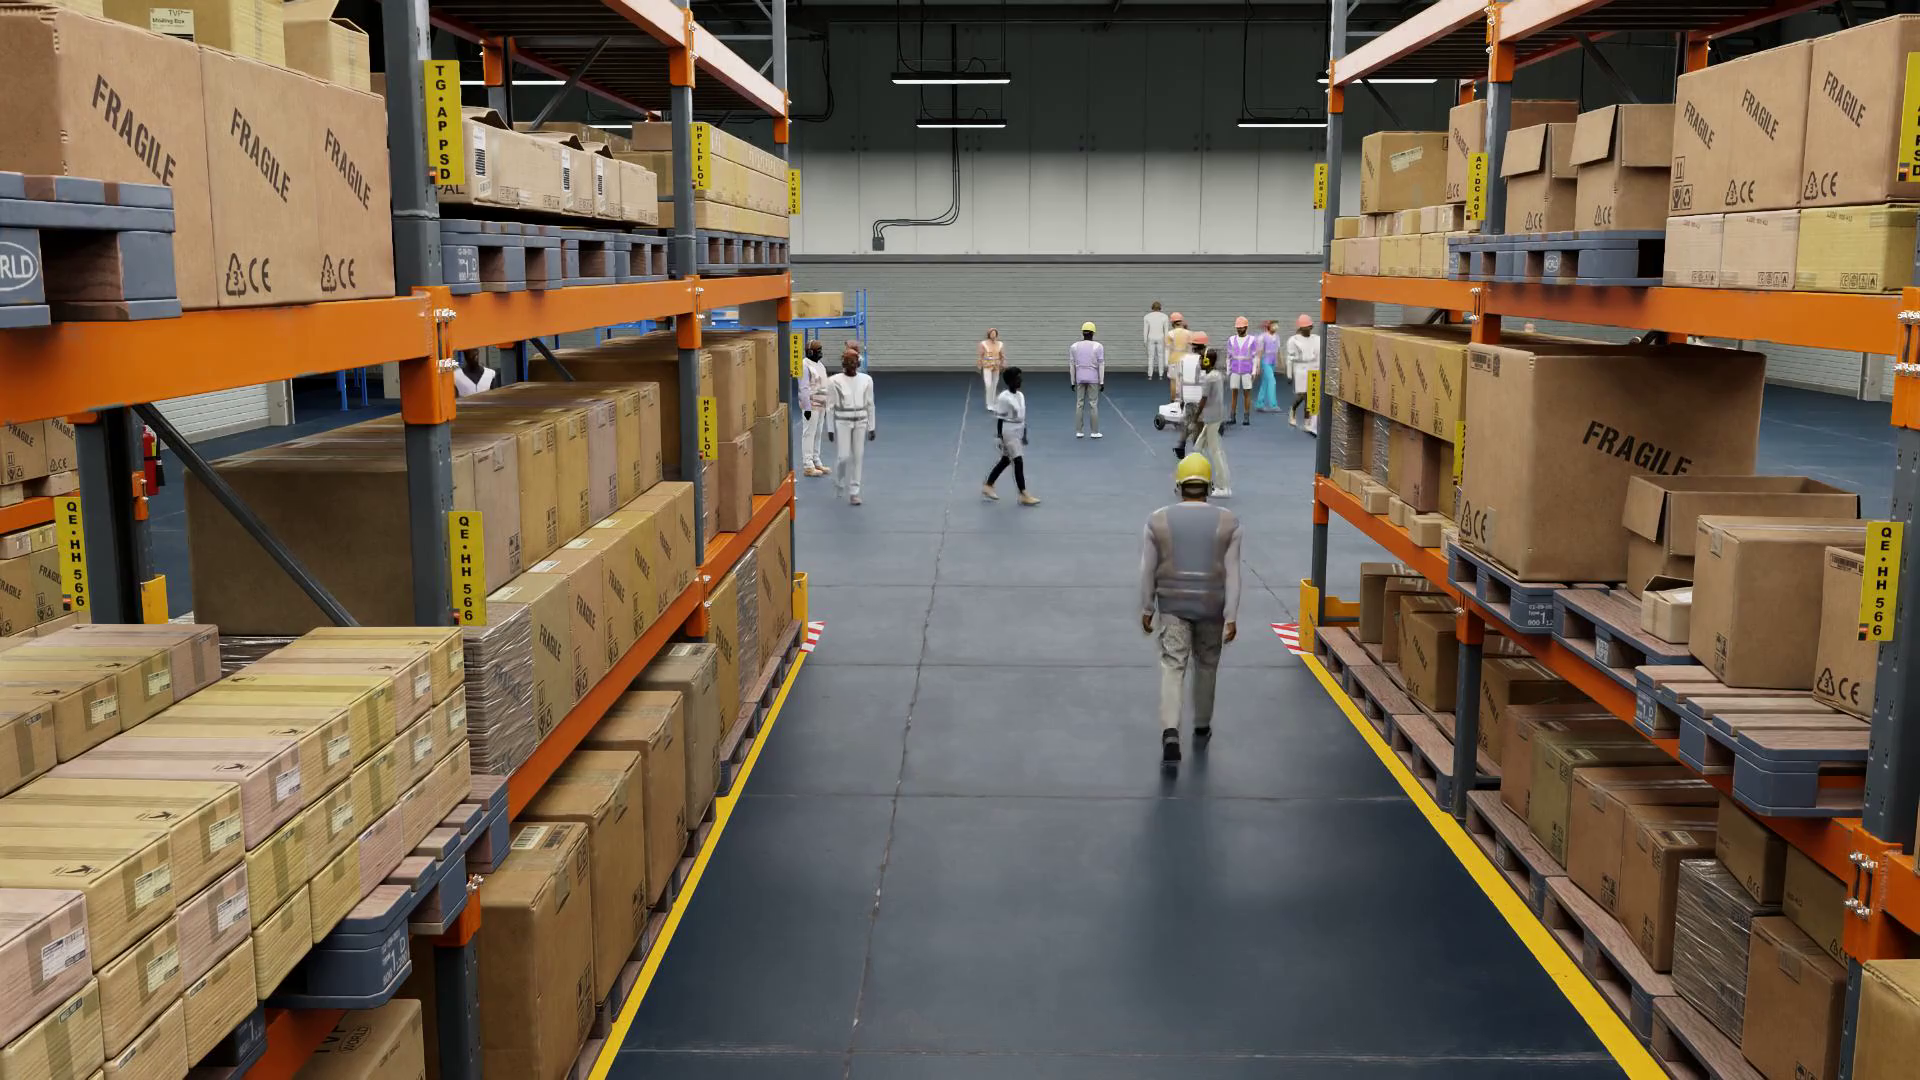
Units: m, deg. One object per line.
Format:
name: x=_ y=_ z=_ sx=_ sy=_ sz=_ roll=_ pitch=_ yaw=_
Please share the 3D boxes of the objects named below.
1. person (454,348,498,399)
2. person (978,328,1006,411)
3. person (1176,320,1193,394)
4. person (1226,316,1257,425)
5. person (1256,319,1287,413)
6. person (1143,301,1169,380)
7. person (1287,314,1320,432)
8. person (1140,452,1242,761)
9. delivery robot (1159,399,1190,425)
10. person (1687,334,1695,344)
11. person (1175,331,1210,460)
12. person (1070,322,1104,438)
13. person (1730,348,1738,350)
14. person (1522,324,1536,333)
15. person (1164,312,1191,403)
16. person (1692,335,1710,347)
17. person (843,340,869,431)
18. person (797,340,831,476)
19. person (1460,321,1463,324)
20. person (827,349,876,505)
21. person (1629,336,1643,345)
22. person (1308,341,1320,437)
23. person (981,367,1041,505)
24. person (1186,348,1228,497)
person: x=-6.177 y=-1.558 z=21.218 sx=0.608 sy=1.869 sz=1.027 roll=-6 pitch=11 yaw=-33
person: x=0.658 y=-3.326 z=32.504 sx=0.539 sy=1.615 sz=0.606 roll=-3 pitch=10 yaw=-19
person: x=4.876 y=-4.008 z=36.558 sx=0.520 sy=1.637 sz=0.310 roll=8 pitch=13 yaw=40
person: x=5.047 y=-3.039 z=29.859 sx=0.552 sy=1.935 sz=0.374 roll=4 pitch=10 yaw=23
person: x=6.066 y=-3.359 z=32.166 sx=0.853 sy=1.808 sz=0.578 roll=8 pitch=12 yaw=40
person: x=4.863 y=-4.950 z=41.299 sx=0.636 sy=1.939 sz=0.364 roll=0 pitch=9 yaw=1
person: x=5.922 y=-2.869 z=28.594 sx=0.614 sy=2.021 sz=0.541 roll=-3 pitch=10 yaw=-17
person: x=1.351 y=0.387 z=9.798 sx=0.596 sy=1.795 sz=0.893 roll=2 pitch=10 yaw=10
delivery robot: x=3.778 y=-2.215 z=28.900 sx=0.477 sy=0.478 sz=0.707 roll=-5 pitch=11 yaw=-28
person: x=15.207 y=-3.720 z=34.892 sx=0.504 sy=1.621 sz=0.431 roll=1 pitch=10 yaw=7
person: x=3.377 y=-2.038 z=23.912 sx=0.464 sy=1.918 sz=0.561 roll=-8 pitch=12 yaw=-40
person: x=2.116 y=-2.650 z=27.585 sx=0.585 sy=1.917 sz=0.380 roll=4 pitch=10 yaw=21
person: x=10.654 y=-1.799 z=23.058 sx=0.506 sy=1.725 sz=0.462 roll=-1 pitch=10 yaw=-6
person: x=9.906 y=-2.896 z=29.295 sx=0.715 sy=1.847 sz=0.955 roll=0 pitch=9 yaw=1
person: x=4.312 y=-3.537 z=32.882 sx=0.576 sy=1.925 sz=0.525 roll=-2 pitch=10 yaw=-14
person: x=13.509 y=-3.067 z=30.628 sx=0.546 sy=1.719 sz=0.898 roll=-2 pitch=10 yaw=-12
person: x=-1.753 y=-2.544 z=27.821 sx=0.586 sy=1.619 sz=0.528 roll=-5 pitch=11 yaw=-29
person: x=-1.994 y=-1.817 z=22.826 sx=0.429 sy=1.844 sz=0.627 roll=3 pitch=10 yaw=16
person: x=11.031 y=-4.127 z=37.169 sx=0.849 sy=1.655 sz=0.551 roll=7 pitch=12 yaw=36
person: x=-1.301 y=-1.364 z=20.039 sx=0.578 sy=1.872 sz=0.405 roll=-4 pitch=10 yaw=-21
person: x=9.479 y=-1.927 z=23.386 sx=0.328 sy=1.876 sz=0.514 roll=-3 pitch=10 yaw=-18
person: x=6.119 y=-2.640 z=27.656 sx=0.659 sy=1.880 sz=0.663 roll=-9 pitch=13 yaw=-42
person: x=0.583 y=-1.276 z=20.131 sx=0.851 sy=1.660 sz=0.539 roll=5 pitch=11 yaw=28
person: x=3.035 y=-1.458 z=20.709 sx=0.728 sy=1.837 sz=0.489 roll=3 pitch=10 yaw=18
